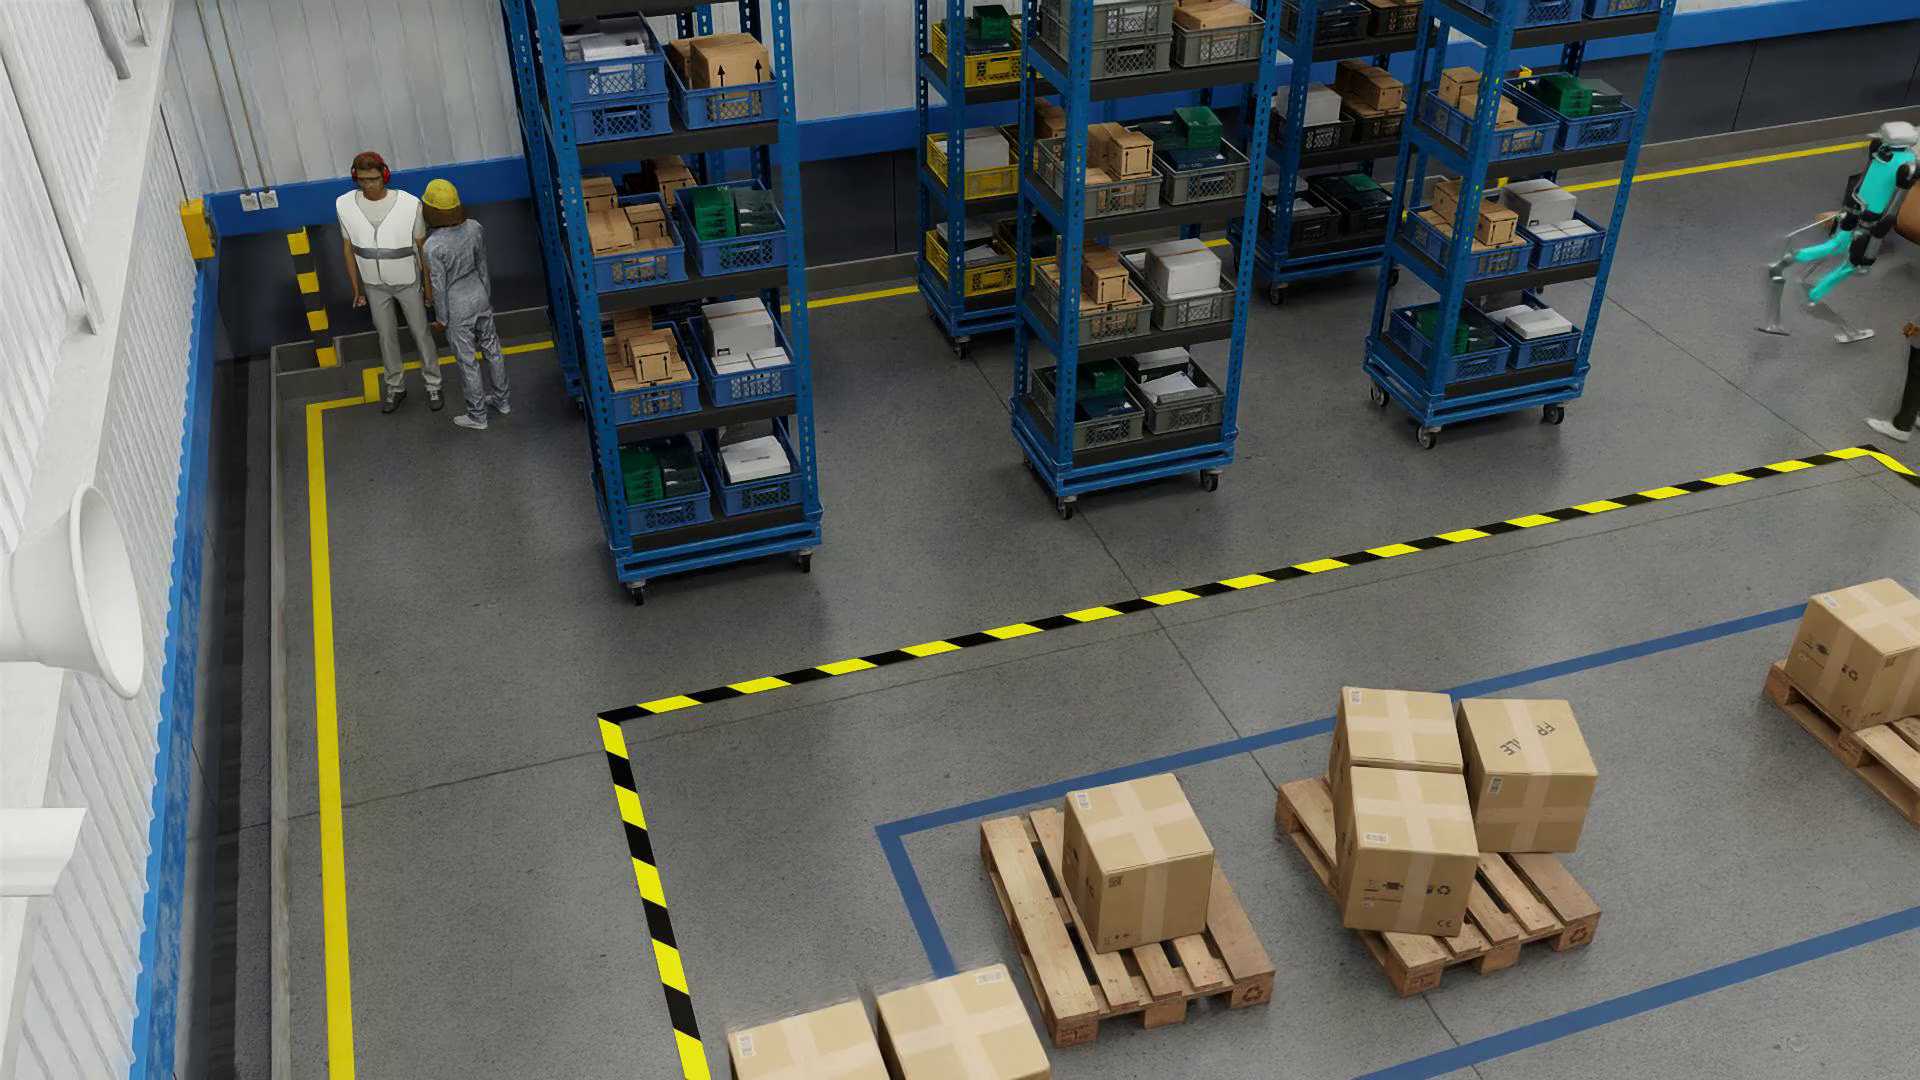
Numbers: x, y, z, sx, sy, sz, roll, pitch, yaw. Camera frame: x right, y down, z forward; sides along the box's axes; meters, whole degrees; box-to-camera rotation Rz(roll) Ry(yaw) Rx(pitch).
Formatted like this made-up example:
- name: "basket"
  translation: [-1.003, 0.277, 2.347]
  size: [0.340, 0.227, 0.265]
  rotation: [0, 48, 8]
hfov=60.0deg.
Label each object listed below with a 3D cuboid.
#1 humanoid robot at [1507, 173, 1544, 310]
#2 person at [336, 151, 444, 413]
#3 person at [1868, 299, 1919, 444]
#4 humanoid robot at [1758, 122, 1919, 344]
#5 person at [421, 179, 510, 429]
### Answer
- name: "humanoid robot"
  translation: [3.916, -2.033, 11.736]
  size: [0.431, 1.641, 0.590]
  rotation: [-13, 37, -17]
- name: "person"
  translation: [-3.791, -1.726, 11.133]
  size: [0.565, 1.848, 0.390]
  rotation: [-3, 35, -4]
- name: "person"
  translation: [6.400, -1.505, 10.815]
  size: [0.596, 1.850, 0.396]
  rotation: [-12, 37, -16]
- name: "humanoid robot"
  translation: [6.181, -2.109, 11.796]
  size: [1.047, 1.753, 0.558]
  rotation: [0, 35, 0]
- name: "person"
  translation: [-3.286, -1.558, 10.981]
  size: [0.287, 1.746, 0.487]
  rotation: [18, 39, 24]
